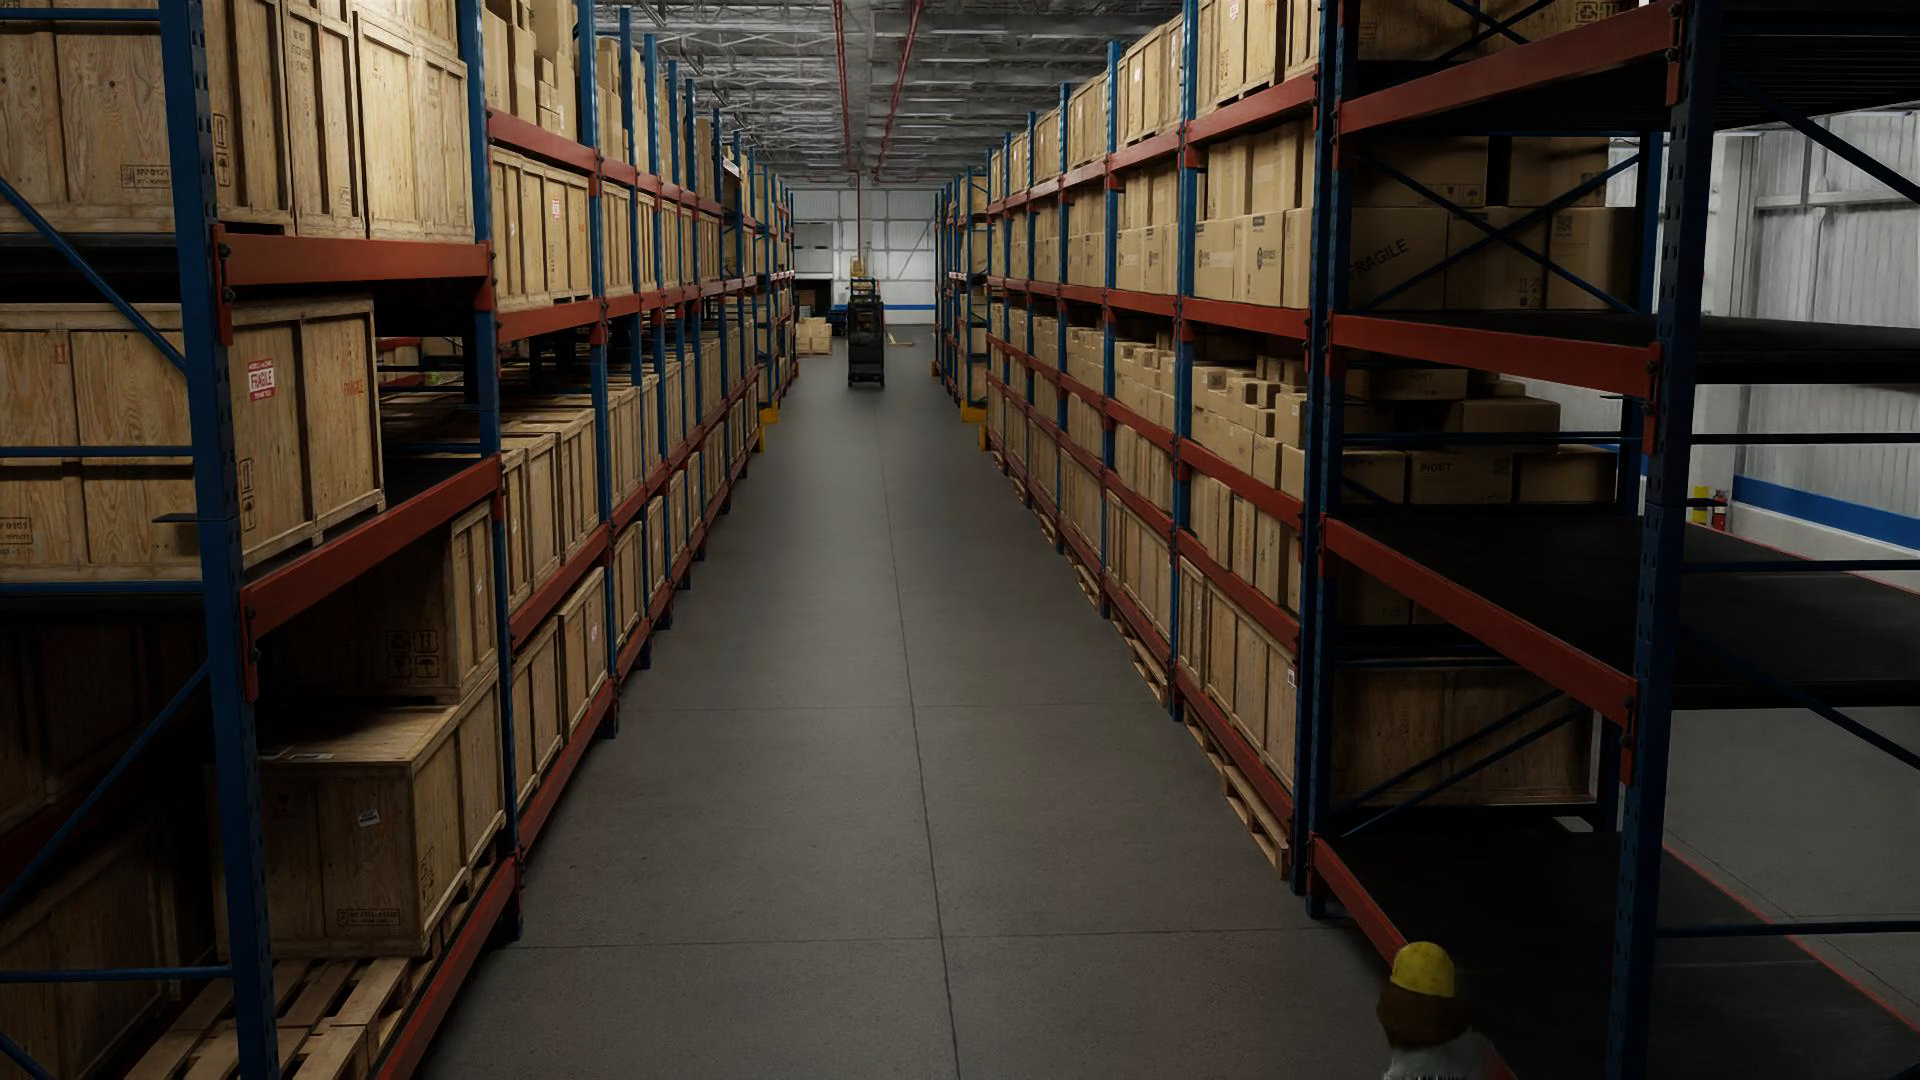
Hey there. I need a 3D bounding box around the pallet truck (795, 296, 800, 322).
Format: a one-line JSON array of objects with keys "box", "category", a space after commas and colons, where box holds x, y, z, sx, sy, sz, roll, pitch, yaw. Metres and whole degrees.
[{"box": [-8.622, -12.439, 91.403, 1.885, 1.965, 0.823, 2, 10, 13], "category": "pallet truck"}]

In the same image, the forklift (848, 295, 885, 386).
[{"box": [-2.932, -6.242, 51.753, 1.129, 2.768, 1.873, -1, 10, -3], "category": "forklift"}]

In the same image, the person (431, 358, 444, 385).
[{"box": [-11.861, -3.316, 37.920, 0.870, 1.644, 0.543, -1, 10, -9], "category": "person"}]

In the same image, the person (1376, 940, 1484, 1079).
[{"box": [1.457, 2.120, 5.245, 0.552, 1.724, 0.383, -9, 13, -44], "category": "person"}]
